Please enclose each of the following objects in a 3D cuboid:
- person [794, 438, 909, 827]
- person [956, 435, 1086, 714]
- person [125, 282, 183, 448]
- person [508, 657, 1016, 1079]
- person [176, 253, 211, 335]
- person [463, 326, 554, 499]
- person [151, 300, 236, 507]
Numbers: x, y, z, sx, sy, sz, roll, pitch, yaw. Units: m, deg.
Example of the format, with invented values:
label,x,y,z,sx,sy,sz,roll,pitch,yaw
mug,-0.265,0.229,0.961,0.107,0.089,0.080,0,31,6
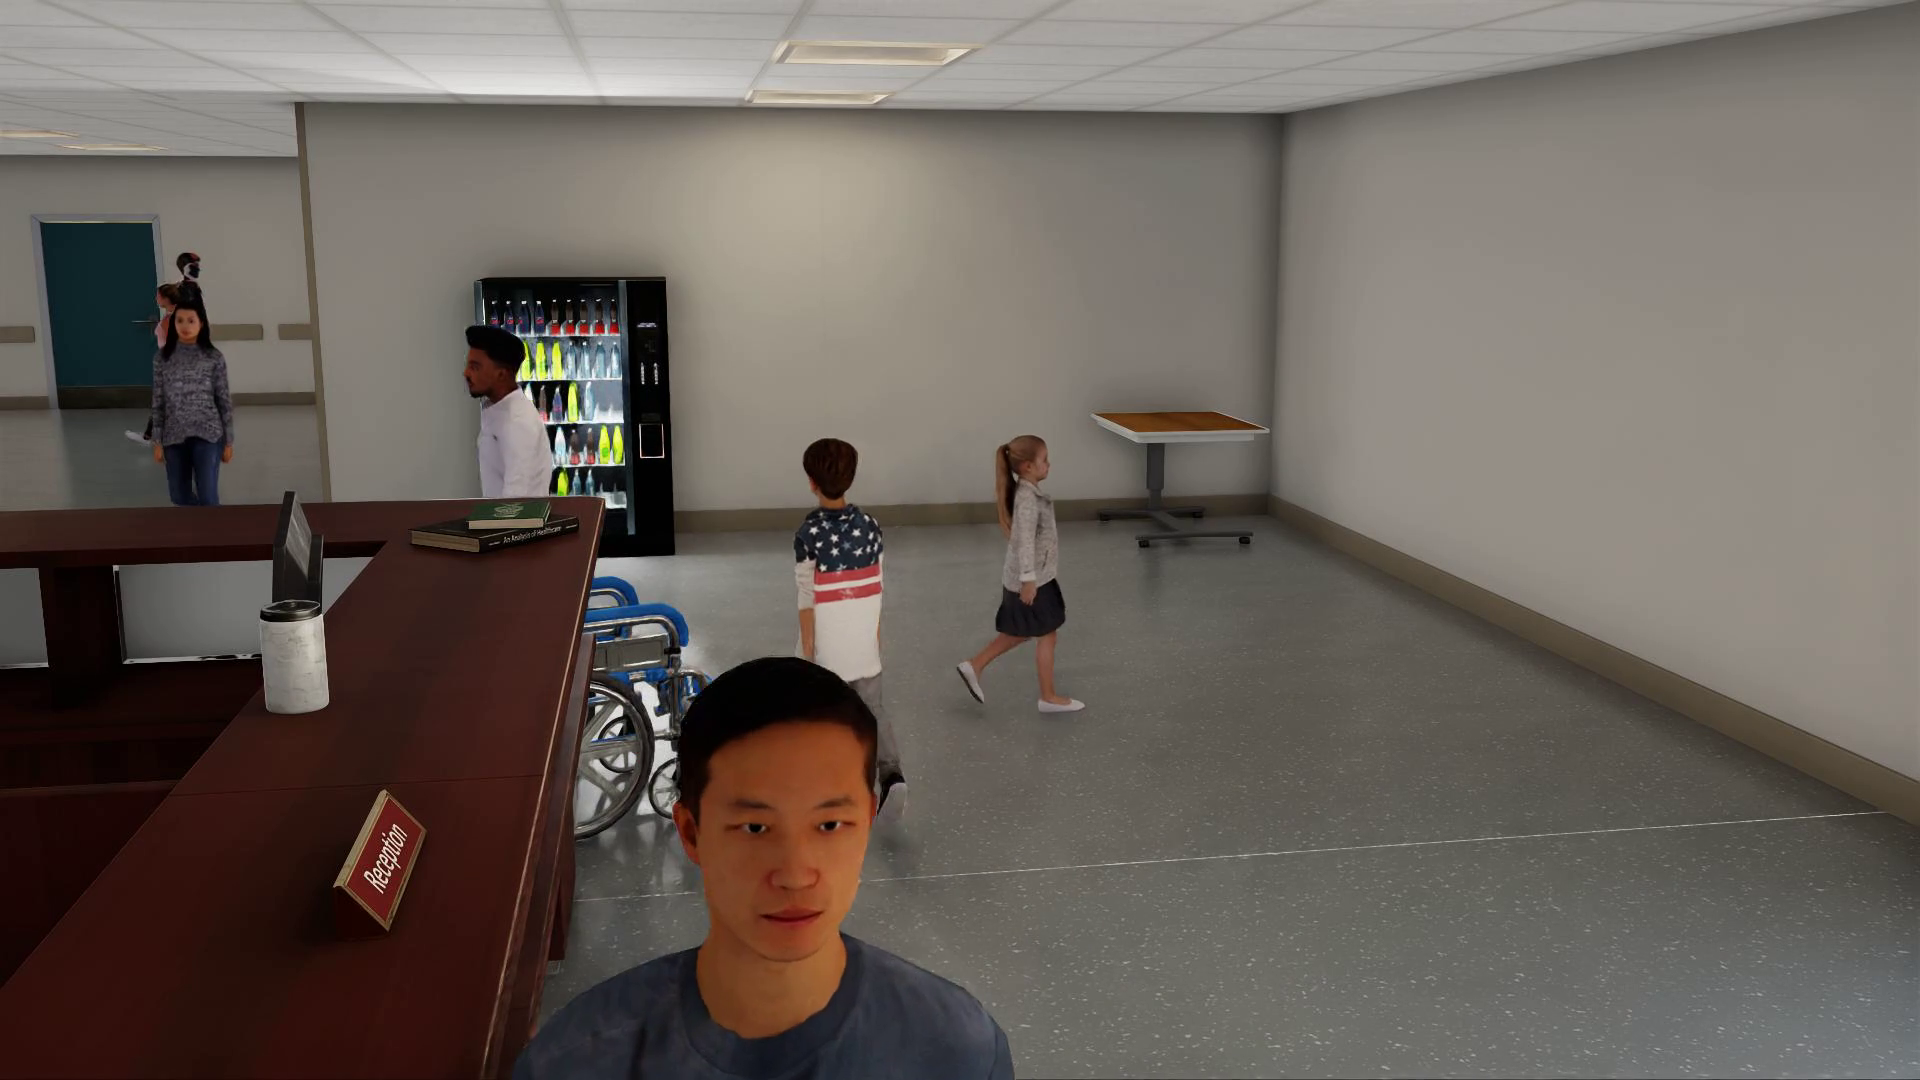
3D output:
label,x,y,z,sx,sy,sz,roll,pitch,yaw
person,-0.406,0.349,6.078,0.922,1.419,0.749,-5,12,-26
person,0.254,0.164,7.462,0.844,1.260,0.607,0,11,2
person,-7.552,-1.670,16.201,1.049,1.613,0.720,0,11,2
person,-0.215,0.989,1.717,0.964,1.788,0.736,-2,11,-9
person,-8.288,-2.145,17.956,0.585,1.891,0.681,-3,11,-14
person,-1.717,0.010,6.889,0.737,1.784,0.736,-5,12,-22
person,-4.816,-0.638,10.497,0.902,1.712,0.681,-2,11,-10
